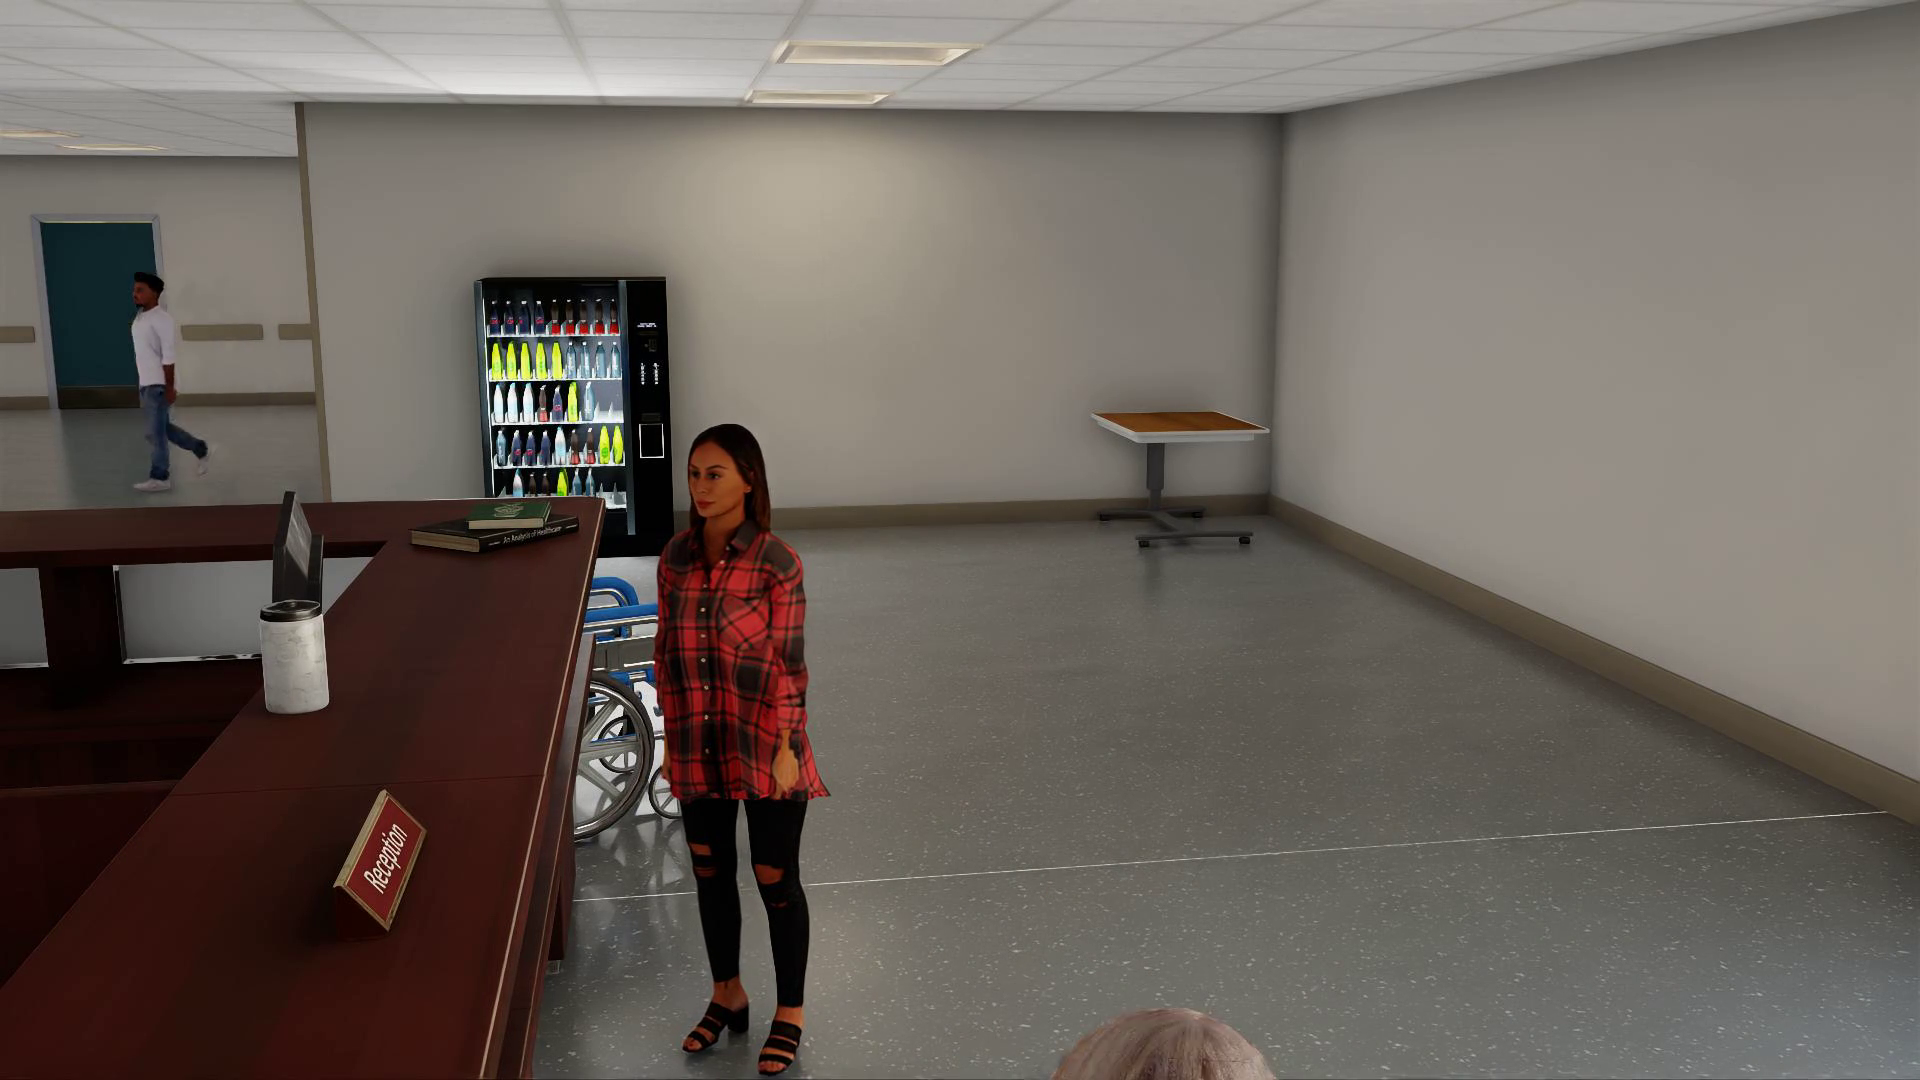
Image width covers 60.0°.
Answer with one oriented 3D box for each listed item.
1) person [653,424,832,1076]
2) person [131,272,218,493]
[{"bbox_3d":[-0.573,0.539,4.322,0.674,1.701,0.764,5,12,25],"label":"person"},{"bbox_3d":[-6.619,-1.324,13.876,0.994,1.799,1.108,9,14,41],"label":"person"}]
